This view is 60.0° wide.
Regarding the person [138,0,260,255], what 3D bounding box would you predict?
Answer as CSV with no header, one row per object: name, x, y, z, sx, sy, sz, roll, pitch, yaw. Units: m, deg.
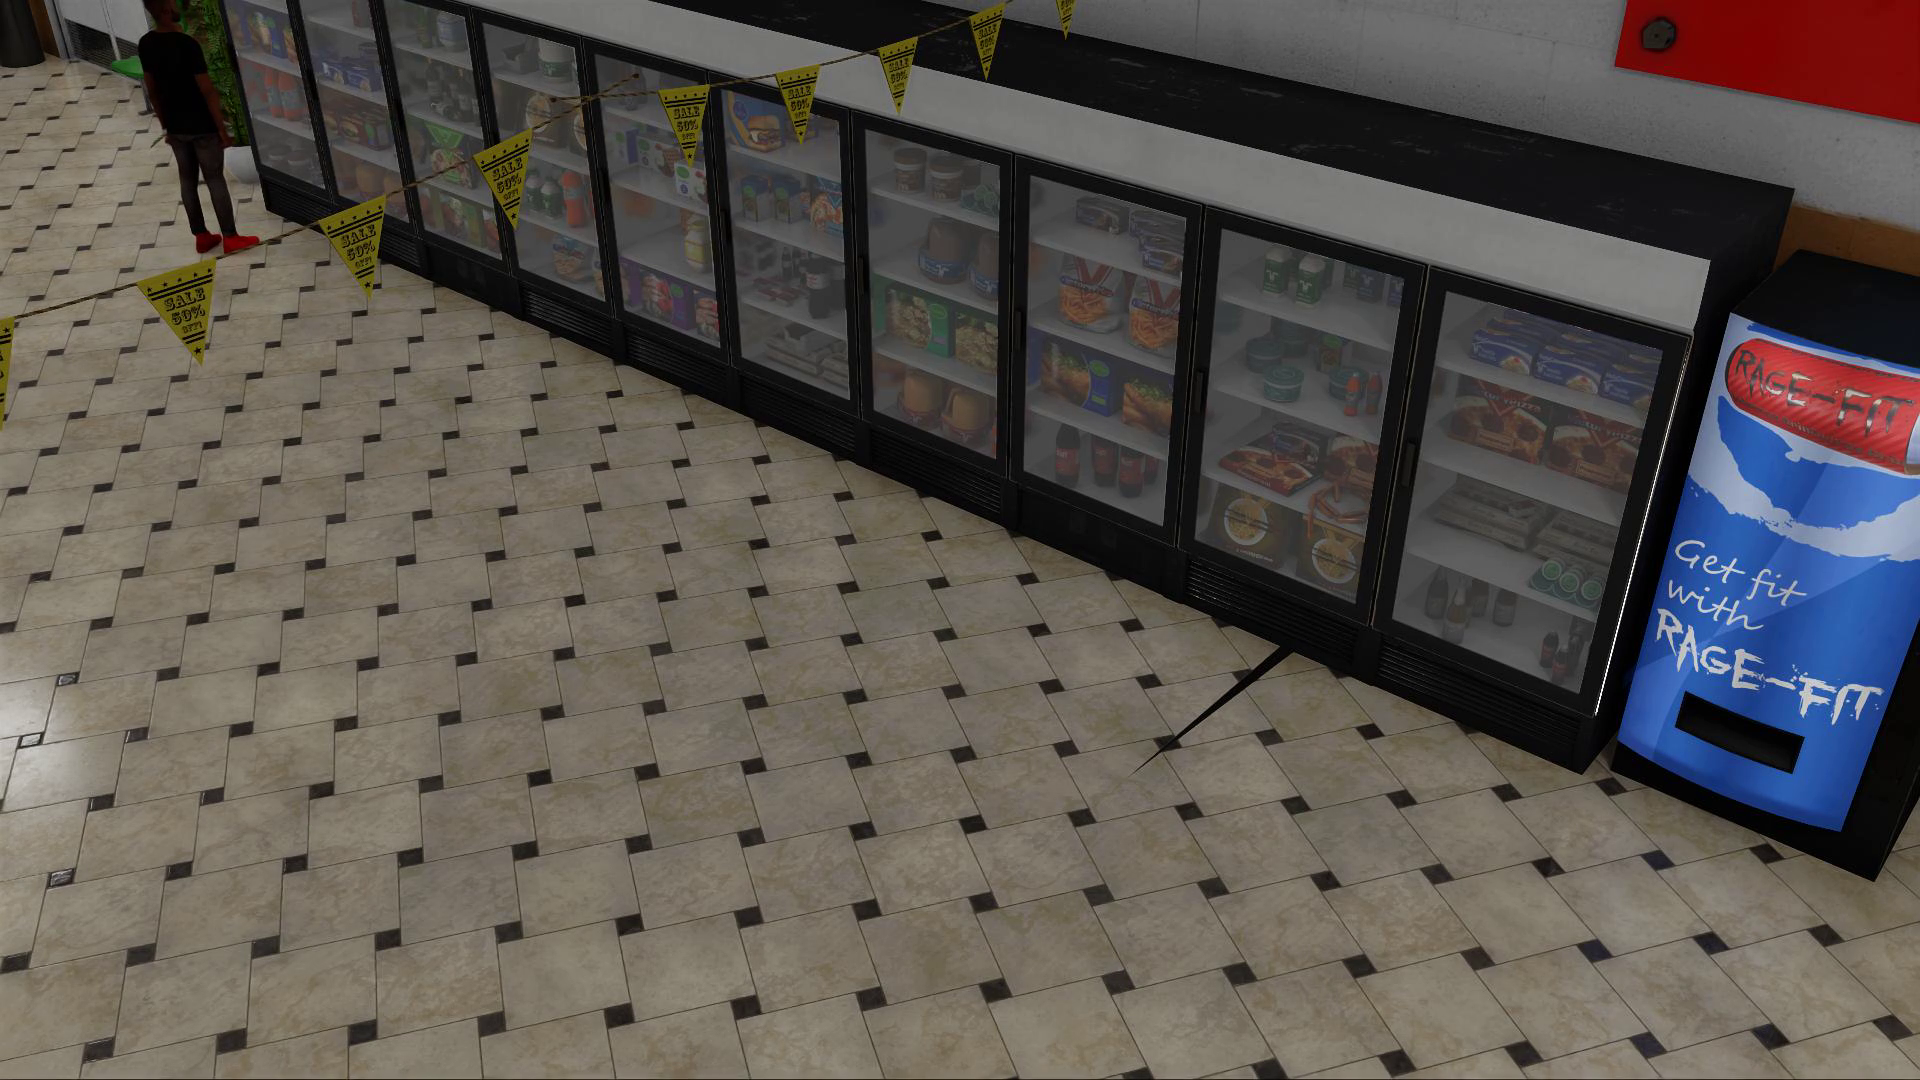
person,-5.271,-2.842,11.377,0.719,1.804,0.697,7,33,12
